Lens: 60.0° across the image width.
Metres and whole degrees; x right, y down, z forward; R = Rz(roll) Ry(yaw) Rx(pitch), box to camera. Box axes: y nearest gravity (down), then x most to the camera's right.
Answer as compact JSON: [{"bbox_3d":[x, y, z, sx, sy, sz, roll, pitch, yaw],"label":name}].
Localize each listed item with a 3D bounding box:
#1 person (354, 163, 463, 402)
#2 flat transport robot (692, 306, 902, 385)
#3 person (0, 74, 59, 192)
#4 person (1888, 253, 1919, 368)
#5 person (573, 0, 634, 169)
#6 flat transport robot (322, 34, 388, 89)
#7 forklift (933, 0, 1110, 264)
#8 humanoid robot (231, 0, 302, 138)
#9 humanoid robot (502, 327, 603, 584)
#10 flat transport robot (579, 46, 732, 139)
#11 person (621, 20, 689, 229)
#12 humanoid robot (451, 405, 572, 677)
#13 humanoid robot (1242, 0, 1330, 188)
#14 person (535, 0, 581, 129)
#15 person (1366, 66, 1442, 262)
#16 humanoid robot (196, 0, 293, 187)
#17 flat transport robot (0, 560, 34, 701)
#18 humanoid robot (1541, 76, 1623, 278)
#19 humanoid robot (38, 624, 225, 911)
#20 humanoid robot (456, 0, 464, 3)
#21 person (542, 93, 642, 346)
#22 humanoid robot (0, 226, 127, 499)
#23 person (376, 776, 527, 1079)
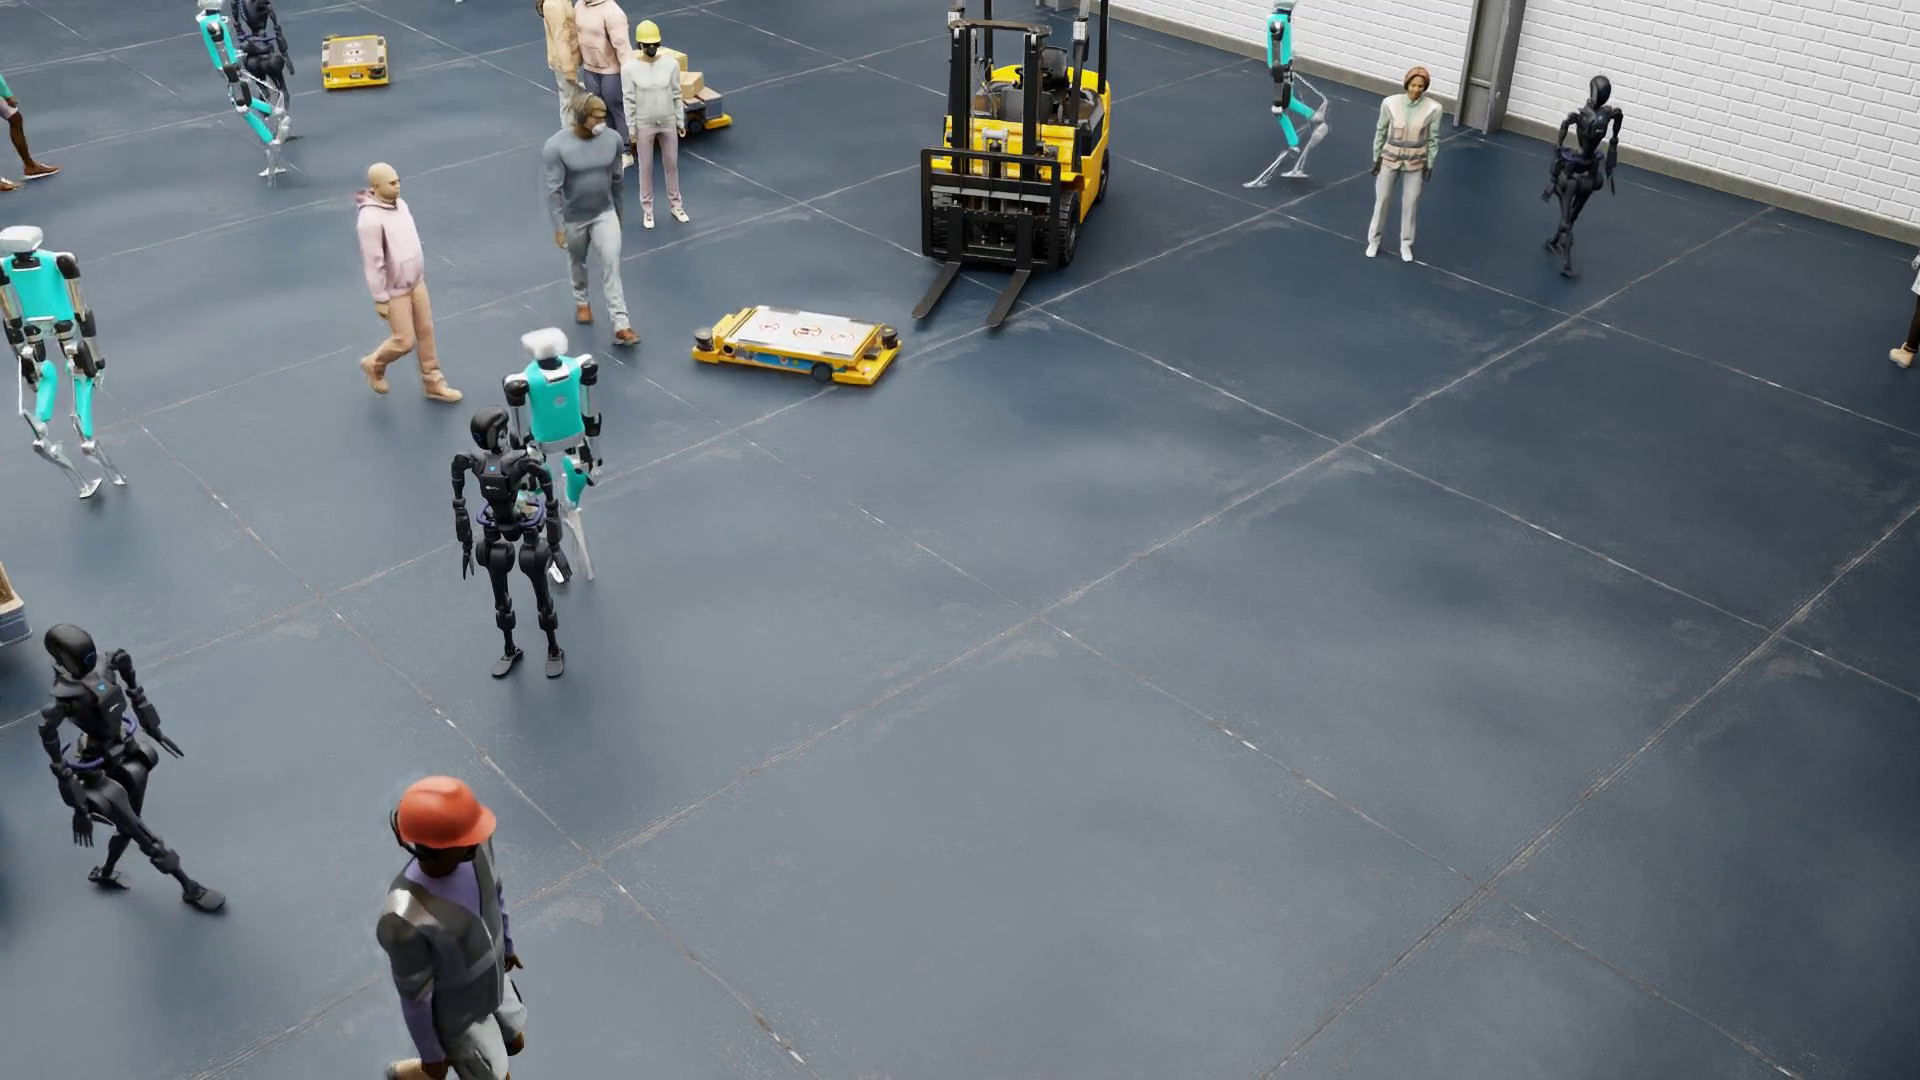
[{"bbox_3d":[-3.903,-1.753,11.491,0.601,1.769,0.546,9,34,14],"label":"person"},{"bbox_3d":[-1.216,-1.465,12.424,1.431,0.231,0.659,10,34,15],"label":"flat transport robot"},{"bbox_3d":[-8.680,-4.065,14.998,0.800,1.821,0.495,-22,39,-30],"label":"person"},{"bbox_3d":[7.155,-2.023,11.976,0.531,1.692,0.319,4,33,6],"label":"person"},{"bbox_3d":[-3.307,-4.397,15.478,0.801,1.858,0.436,21,39,29],"label":"person"},{"bbox_3d":[-6.645,-5.271,18.275,0.659,0.231,1.431,-9,34,-14],"label":"flat transport robot"},{"bbox_3d":[0.570,-3.725,14.138,1.214,2.155,2.313,9,34,13],"label":"forklift"},{"bbox_3d":[-6.781,-4.725,16.152,0.601,1.653,0.364,13,35,20],"label":"humanoid robot"},{"bbox_3d":[-2.373,-0.458,9.572,0.535,1.810,0.793,-21,38,-29],"label":"humanoid robot"},{"bbox_3d":[-3.072,-4.191,16.615,1.431,0.231,0.659,-20,38,-28],"label":"flat transport robot"},{"bbox_3d":[-2.608,-3.566,14.278,0.524,1.772,0.306,-14,36,-21],"label":"person"},{"bbox_3d":[-2.370,0.018,8.843,0.599,1.655,0.315,2,33,3],"label":"humanoid robot"},{"bbox_3d":[3.032,-4.016,15.010,0.889,1.776,0.539,8,34,12],"label":"humanoid robot"},{"bbox_3d":[-3.710,-4.495,15.612,0.411,1.877,0.553,-6,34,-9],"label":"person"},{"bbox_3d":[3.640,-3.084,13.665,0.514,1.633,0.316,9,34,14],"label":"person"},{"bbox_3d":[-6.374,-4.056,15.122,0.743,1.851,0.538,-17,37,-24],"label":"humanoid robot"},{"bbox_3d":[-5.886,0.648,9.177,0.659,0.231,1.431,-28,42,-36],"label":"flat transport robot"},{"bbox_3d":[5.058,-2.980,13.515,0.608,1.620,0.796,-6,34,-10],"label":"humanoid robot"},{"bbox_3d":[-3.770,1.001,7.405,0.728,1.636,0.620,10,34,14],"label":"humanoid robot"},{"bbox_3d":[-6.228,-7.420,20.330,0.549,1.875,0.825,2,33,3],"label":"humanoid robot"},{"bbox_3d":[-2.752,-2.394,12.378,0.664,1.879,0.982,-15,36,-22],"label":"person"},{"bbox_3d":[-5.669,-1.001,10.384,0.557,1.791,0.799,-4,33,-7],"label":"humanoid robot"},{"bbox_3d":[-1.869,1.621,6.081,0.762,2.022,0.613,8,34,12],"label":"person"}]
